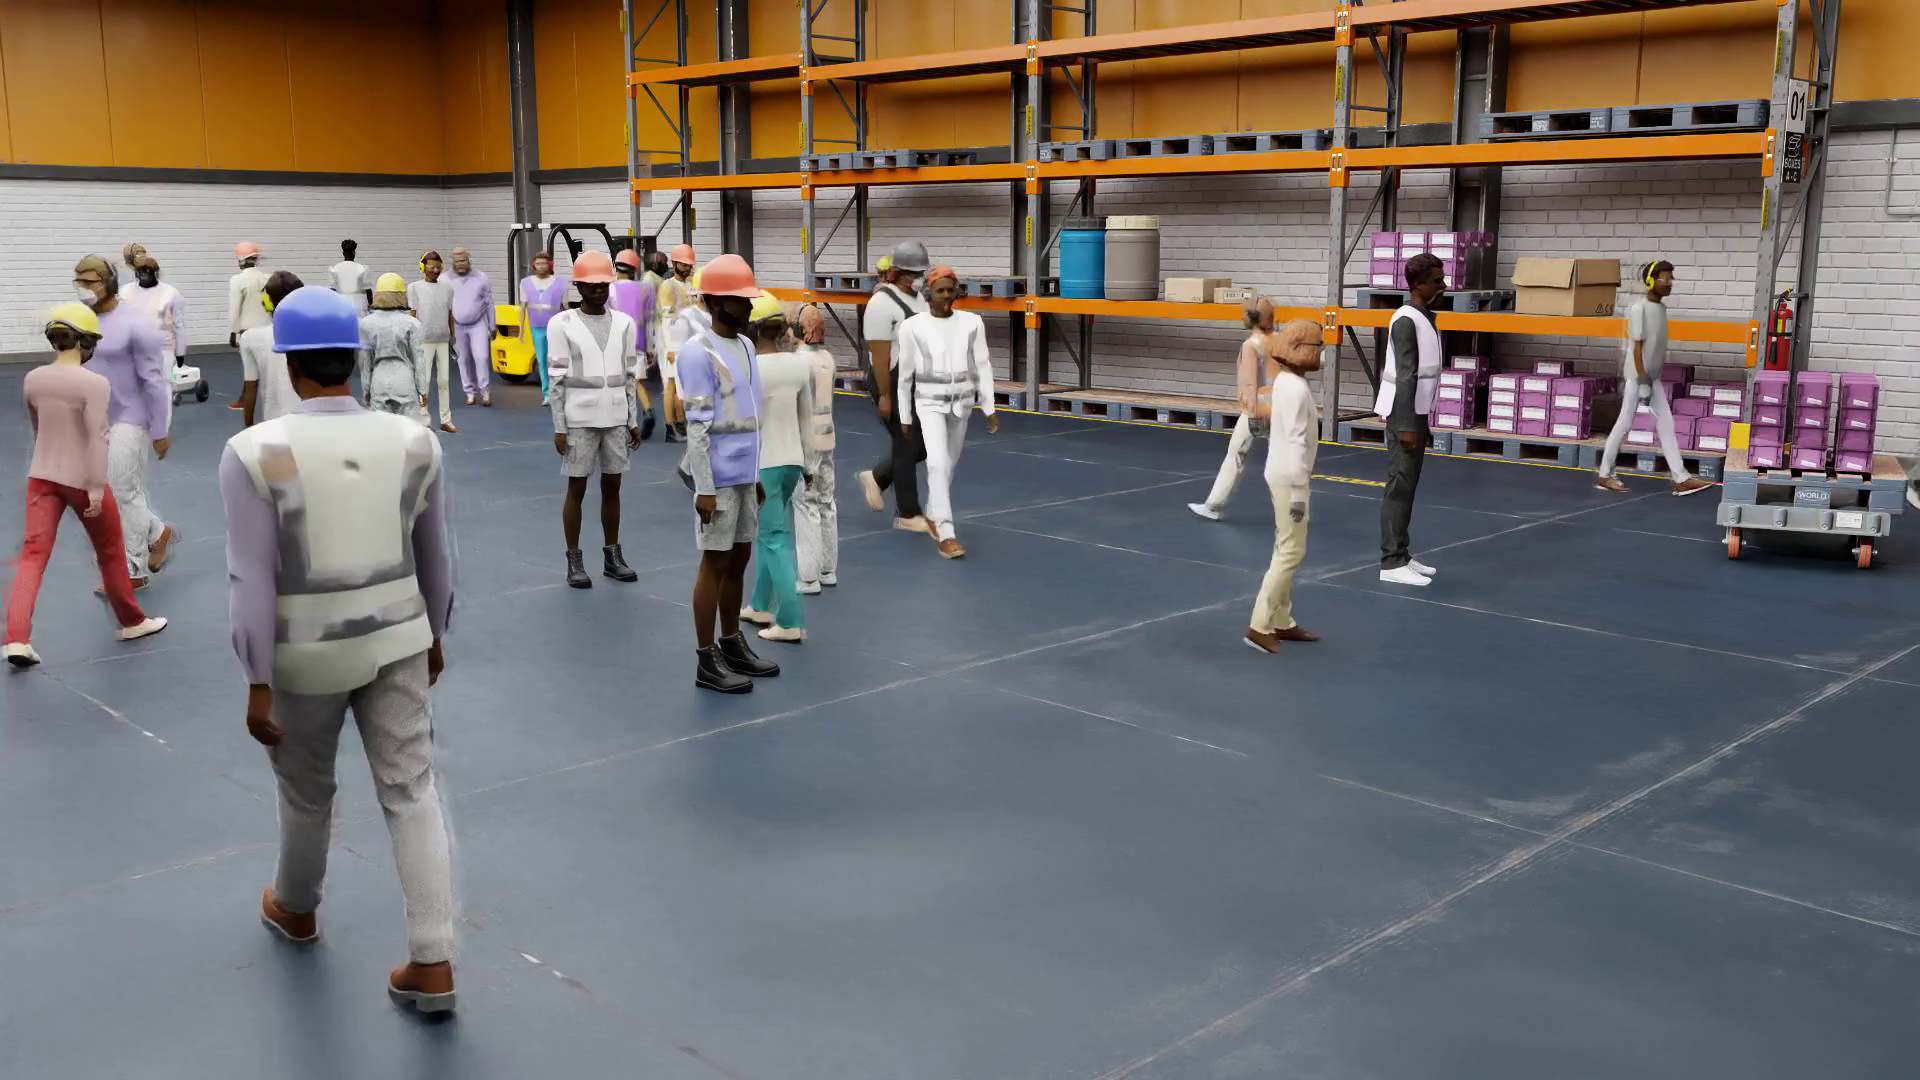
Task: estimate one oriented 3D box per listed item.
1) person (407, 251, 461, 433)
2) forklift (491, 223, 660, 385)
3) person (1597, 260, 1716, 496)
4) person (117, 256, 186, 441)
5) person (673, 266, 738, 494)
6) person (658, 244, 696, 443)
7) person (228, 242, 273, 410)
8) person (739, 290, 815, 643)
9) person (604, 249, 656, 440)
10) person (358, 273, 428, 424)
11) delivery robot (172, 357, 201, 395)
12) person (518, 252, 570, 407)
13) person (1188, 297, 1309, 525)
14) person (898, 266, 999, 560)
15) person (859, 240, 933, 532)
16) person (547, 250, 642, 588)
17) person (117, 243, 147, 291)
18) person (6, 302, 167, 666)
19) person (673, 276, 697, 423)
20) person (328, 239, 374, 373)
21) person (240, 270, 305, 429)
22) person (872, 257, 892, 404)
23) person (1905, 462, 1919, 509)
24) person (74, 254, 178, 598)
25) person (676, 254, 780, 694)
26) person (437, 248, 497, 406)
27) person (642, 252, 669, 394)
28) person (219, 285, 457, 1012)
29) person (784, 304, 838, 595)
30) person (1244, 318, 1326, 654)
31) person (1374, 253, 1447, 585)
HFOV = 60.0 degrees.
[{"bbox_3d":[-5.357,-2.003,16.956,0.509,1.865,0.328,-10,14,-42],"label":"person"},{"bbox_3d":[-5.316,-3.263,22.920,2.313,2.155,1.214,-10,14,-44],"label":"forklift"},{"bbox_3d":[5.393,-1.236,12.876,0.540,1.818,0.970,-8,13,-39],"label":"person"},{"bbox_3d":[-7.962,-1.890,16.437,0.638,1.825,0.661,-1,10,-4],"label":"person"},{"bbox_3d":[-1.946,-1.203,12.778,0.860,1.799,0.591,7,13,34],"label":"person"},{"bbox_3d":[-2.720,-1.921,16.313,0.376,1.934,0.546,4,11,20],"label":"person"},{"bbox_3d":[-8.059,-2.432,19.047,0.981,1.956,0.622,4,11,19],"label":"person"},{"bbox_3d":[-1.040,-0.370,8.344,0.711,1.741,0.547,8,13,36],"label":"person"},{"bbox_3d":[-3.271,-1.922,16.435,0.581,1.898,0.874,-6,12,-31],"label":"person"},{"bbox_3d":[-4.264,-1.138,12.565,0.492,1.740,0.325,0,10,-1],"label":"person"},{"bbox_3d":[-9.420,-1.948,19.963,0.477,0.478,0.707,0,10,-1],"label":"delivery robot"},{"bbox_3d":[-4.894,-2.452,19.508,0.574,1.820,0.782,0,10,3],"label":"person"},{"bbox_3d":[2.069,-0.889,11.595,0.875,1.594,0.508,8,13,38],"label":"person"},{"bbox_3d":[-0.107,-0.841,10.722,0.591,1.839,1.000,-4,11,-22],"label":"person"},{"bbox_3d":[-0.419,-1.087,11.473,0.723,2.000,0.689,6,12,31],"label":"person"},{"bbox_3d":[-2.093,-0.697,9.625,0.547,1.937,0.379,-8,13,-36],"label":"person"},{"bbox_3d":[-8.912,-2.235,18.016,0.351,1.935,0.635,-7,12,-33],"label":"person"},{"bbox_3d":[-4.284,-0.276,7.974,0.534,1.705,0.944,2,11,13],"label":"person"},{"bbox_3d":[-2.830,-1.914,17.144,0.619,1.620,0.507,7,13,34],"label":"person"},{"bbox_3d":[-8.865,-3.396,24.262,0.613,1.964,0.361,-2,11,-9],"label":"person"},{"bbox_3d":[-3.600,-0.537,9.021,0.532,1.839,0.702,-5,11,-25],"label":"person"},{"bbox_3d":[-0.888,-2.493,19.889,0.329,1.769,0.526,-4,11,-21],"label":"person"},{"bbox_3d":[7.402,-1.126,12.112,0.913,1.888,0.577,5,12,27],"label":"person"},{"bbox_3d":[-4.739,-0.655,9.444,0.653,1.927,0.617,3,11,18],"label":"person"},{"bbox_3d":[-1.019,-0.295,7.432,0.356,1.936,0.551,4,11,19],"label":"person"},{"bbox_3d":[-5.815,-2.495,19.622,0.658,1.866,0.883,-3,11,-14],"label":"person"},{"bbox_3d":[-3.915,-2.769,21.261,0.734,1.821,0.632,0,10,2],"label":"person"},{"bbox_3d":[-1.639,0.274,4.461,0.639,1.893,1.018,-9,14,-40],"label":"person"},{"bbox_3d":[-0.856,-0.507,9.401,0.306,1.640,0.522,4,11,20],"label":"person"},{"bbox_3d":[1.618,-0.264,8.126,0.306,1.639,0.512,1,10,5],"label":"person"},{"bbox_3d":[2.638,-0.711,9.755,0.391,1.920,0.587,4,11,23],"label":"person"}]
